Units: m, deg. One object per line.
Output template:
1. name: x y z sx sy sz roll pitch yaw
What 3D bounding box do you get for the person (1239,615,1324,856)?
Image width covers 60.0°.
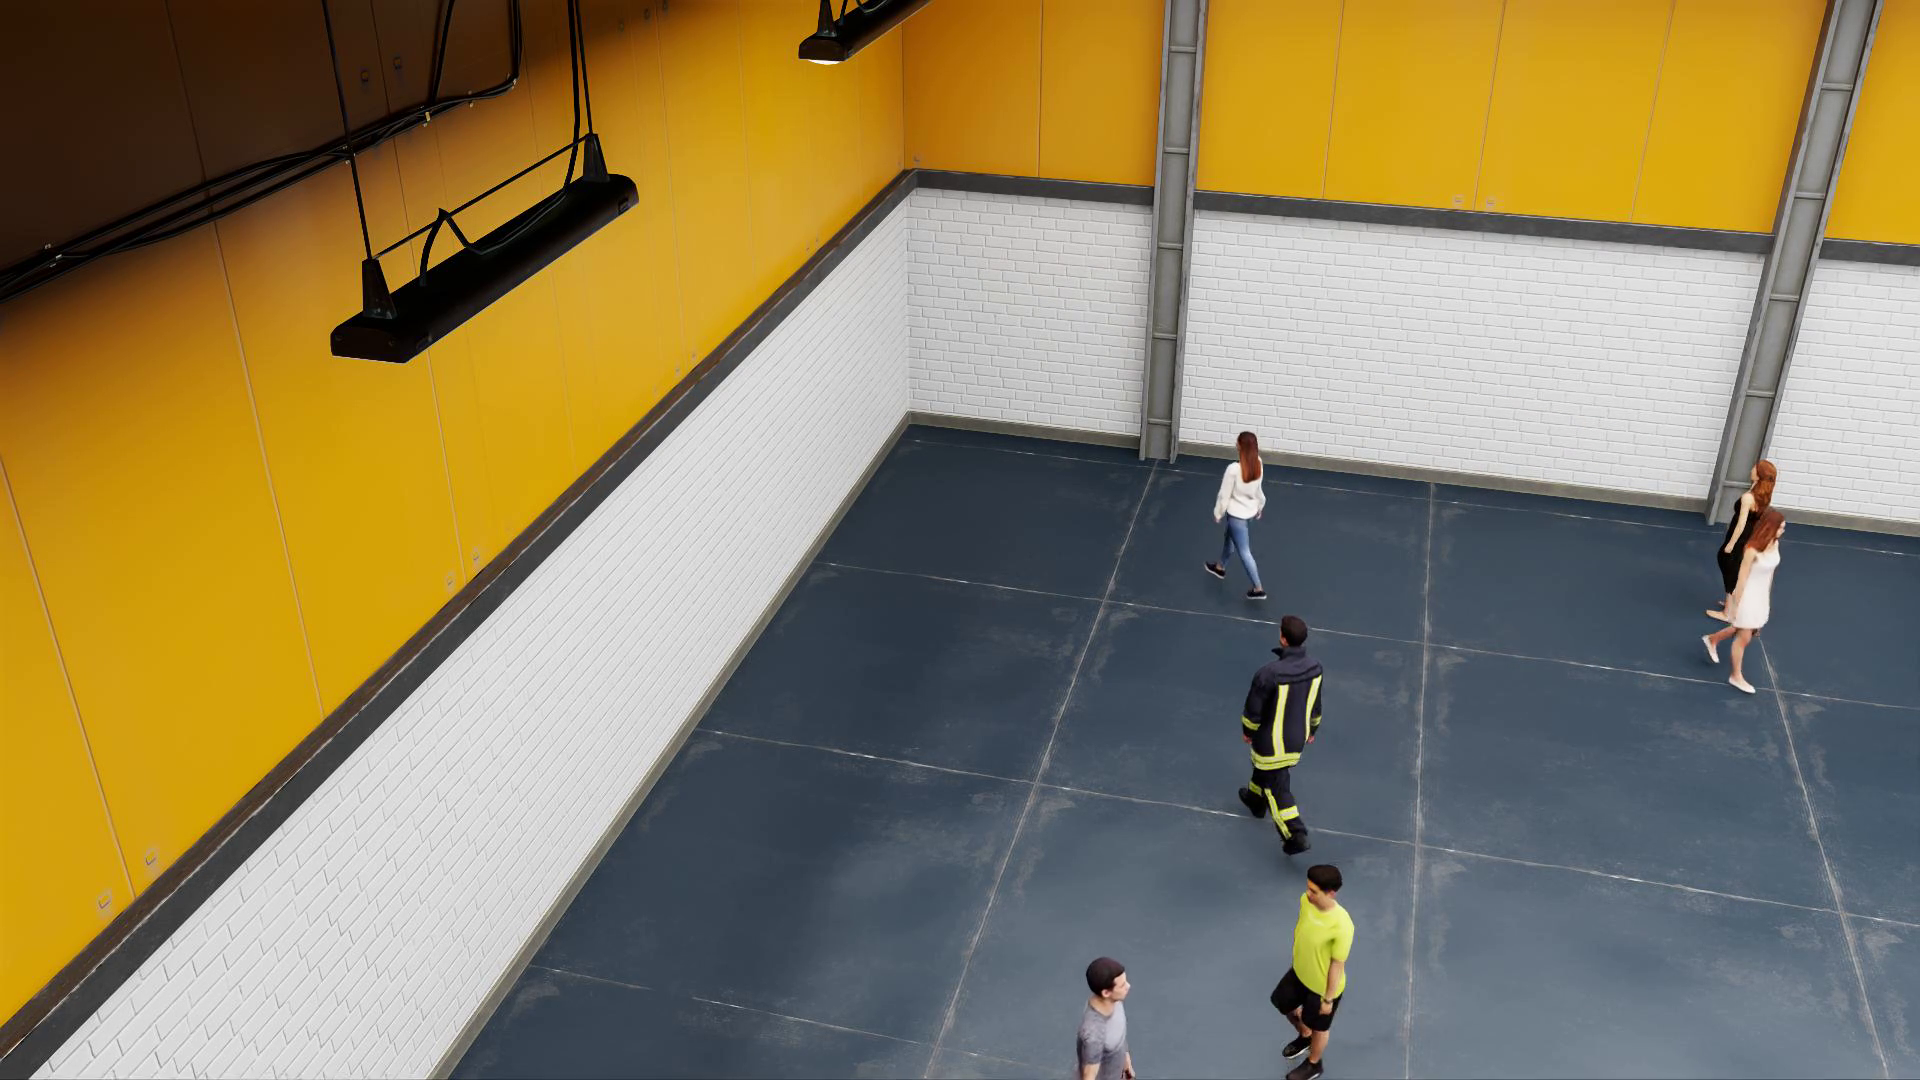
1. person: 2.425 1.473 12.381 1.257 1.898 1.310 -15 32 -25

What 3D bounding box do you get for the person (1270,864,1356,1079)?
1. person: 2.296 2.678 10.382 0.825 1.699 0.767 -14 32 -24

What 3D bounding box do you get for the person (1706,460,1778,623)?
1. person: 7.252 0.001 15.366 0.686 1.625 0.732 -21 35 -33

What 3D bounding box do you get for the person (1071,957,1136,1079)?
1. person: 0.688 3.090 9.460 0.776 1.858 0.680 8 30 14

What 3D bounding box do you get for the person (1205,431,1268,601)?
1. person: 2.700 -0.200 15.702 1.057 1.656 1.175 -19 34 -30

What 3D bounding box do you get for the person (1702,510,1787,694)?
1. person: 6.798 0.465 14.440 0.911 1.697 0.955 -14 32 -24
